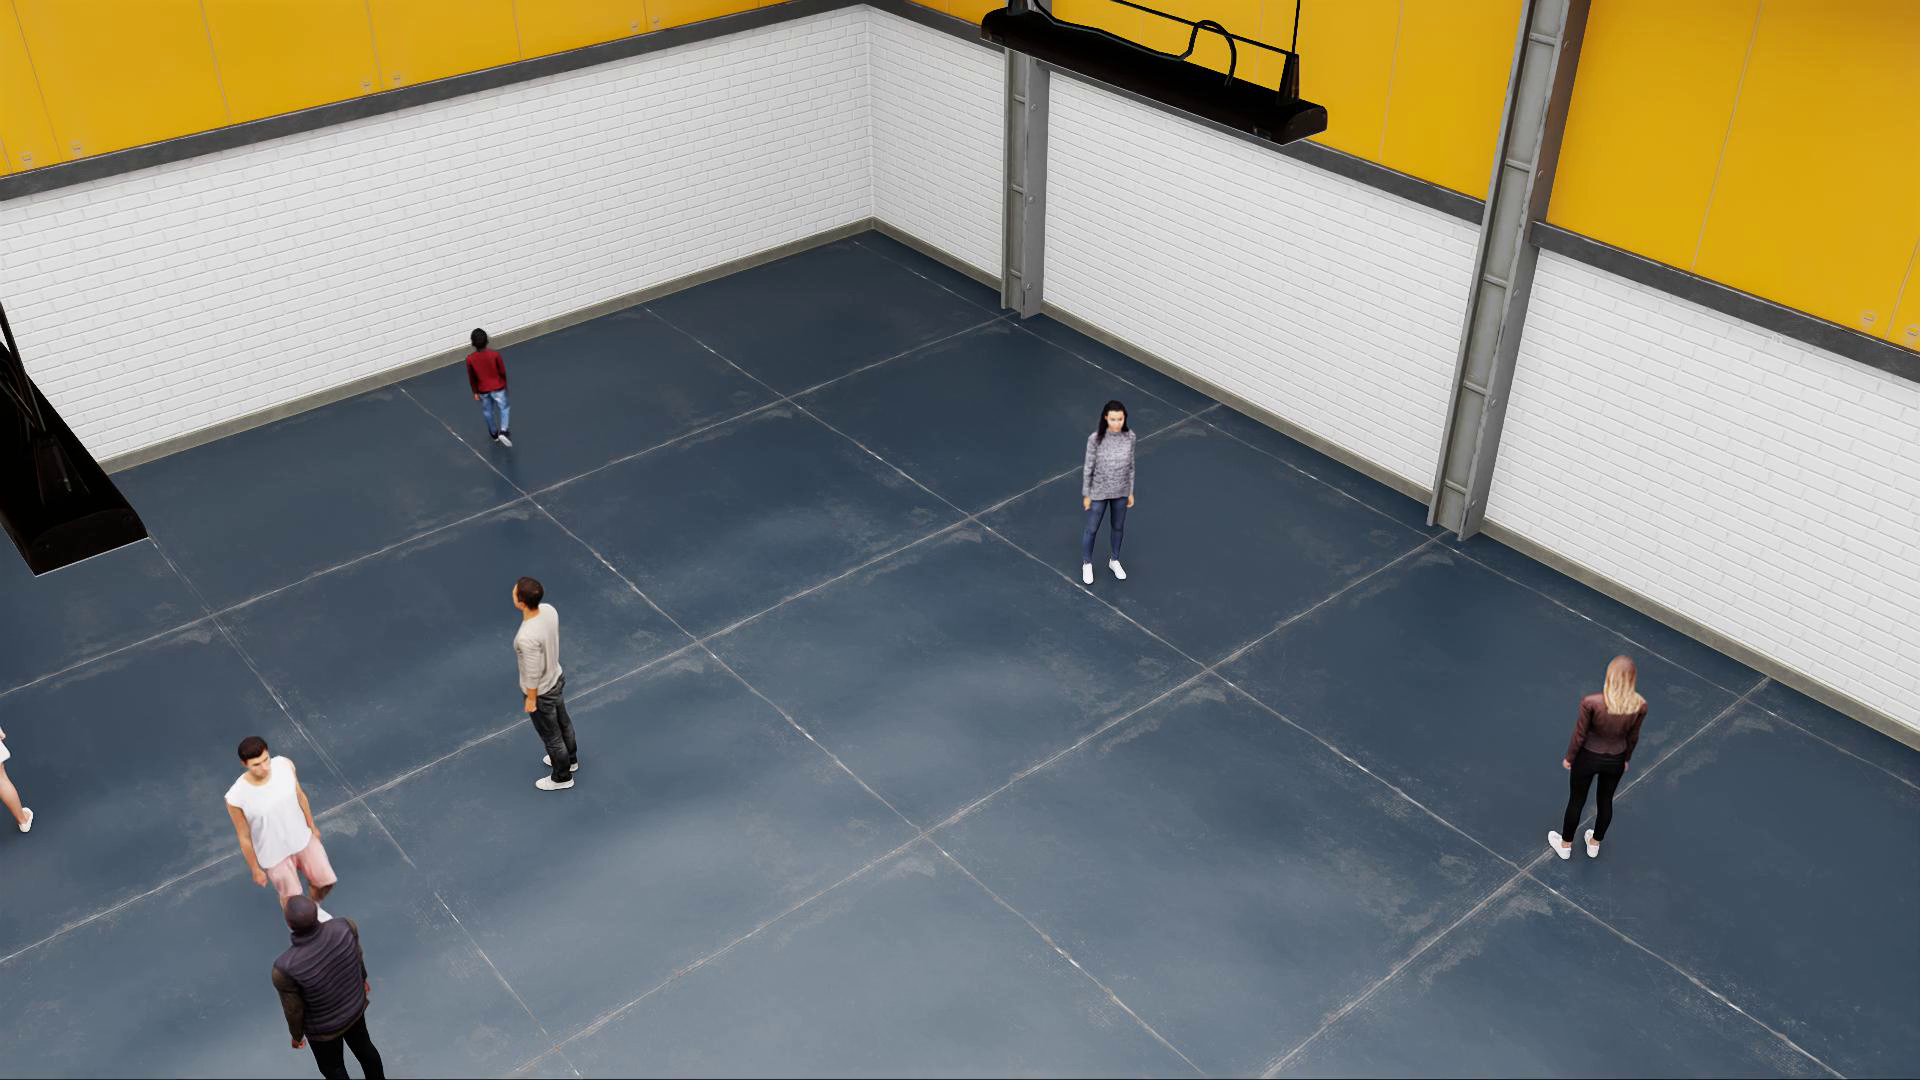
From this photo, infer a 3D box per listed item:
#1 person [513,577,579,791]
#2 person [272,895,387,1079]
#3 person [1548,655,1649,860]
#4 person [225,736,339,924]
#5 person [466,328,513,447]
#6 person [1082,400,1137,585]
[{"bbox_3d":[-2.999,1.027,12.019,0.780,1.812,0.728,4,34,6],"label":"person"},{"bbox_3d":[-3.579,2.695,9.488,0.693,1.836,0.758,19,38,26],"label":"person"},{"bbox_3d":[4.386,1.502,11.402,0.672,1.705,0.711,0,34,0],"label":"person"},{"bbox_3d":[-4.402,1.914,10.717,0.707,1.776,0.713,25,41,32],"label":"person"},{"bbox_3d":[-4.596,-1.479,16.301,0.674,1.246,0.790,-7,34,-11],"label":"person"},{"bbox_3d":[1.281,-0.433,14.288,0.690,1.732,0.685,-6,34,-9],"label":"person"}]
